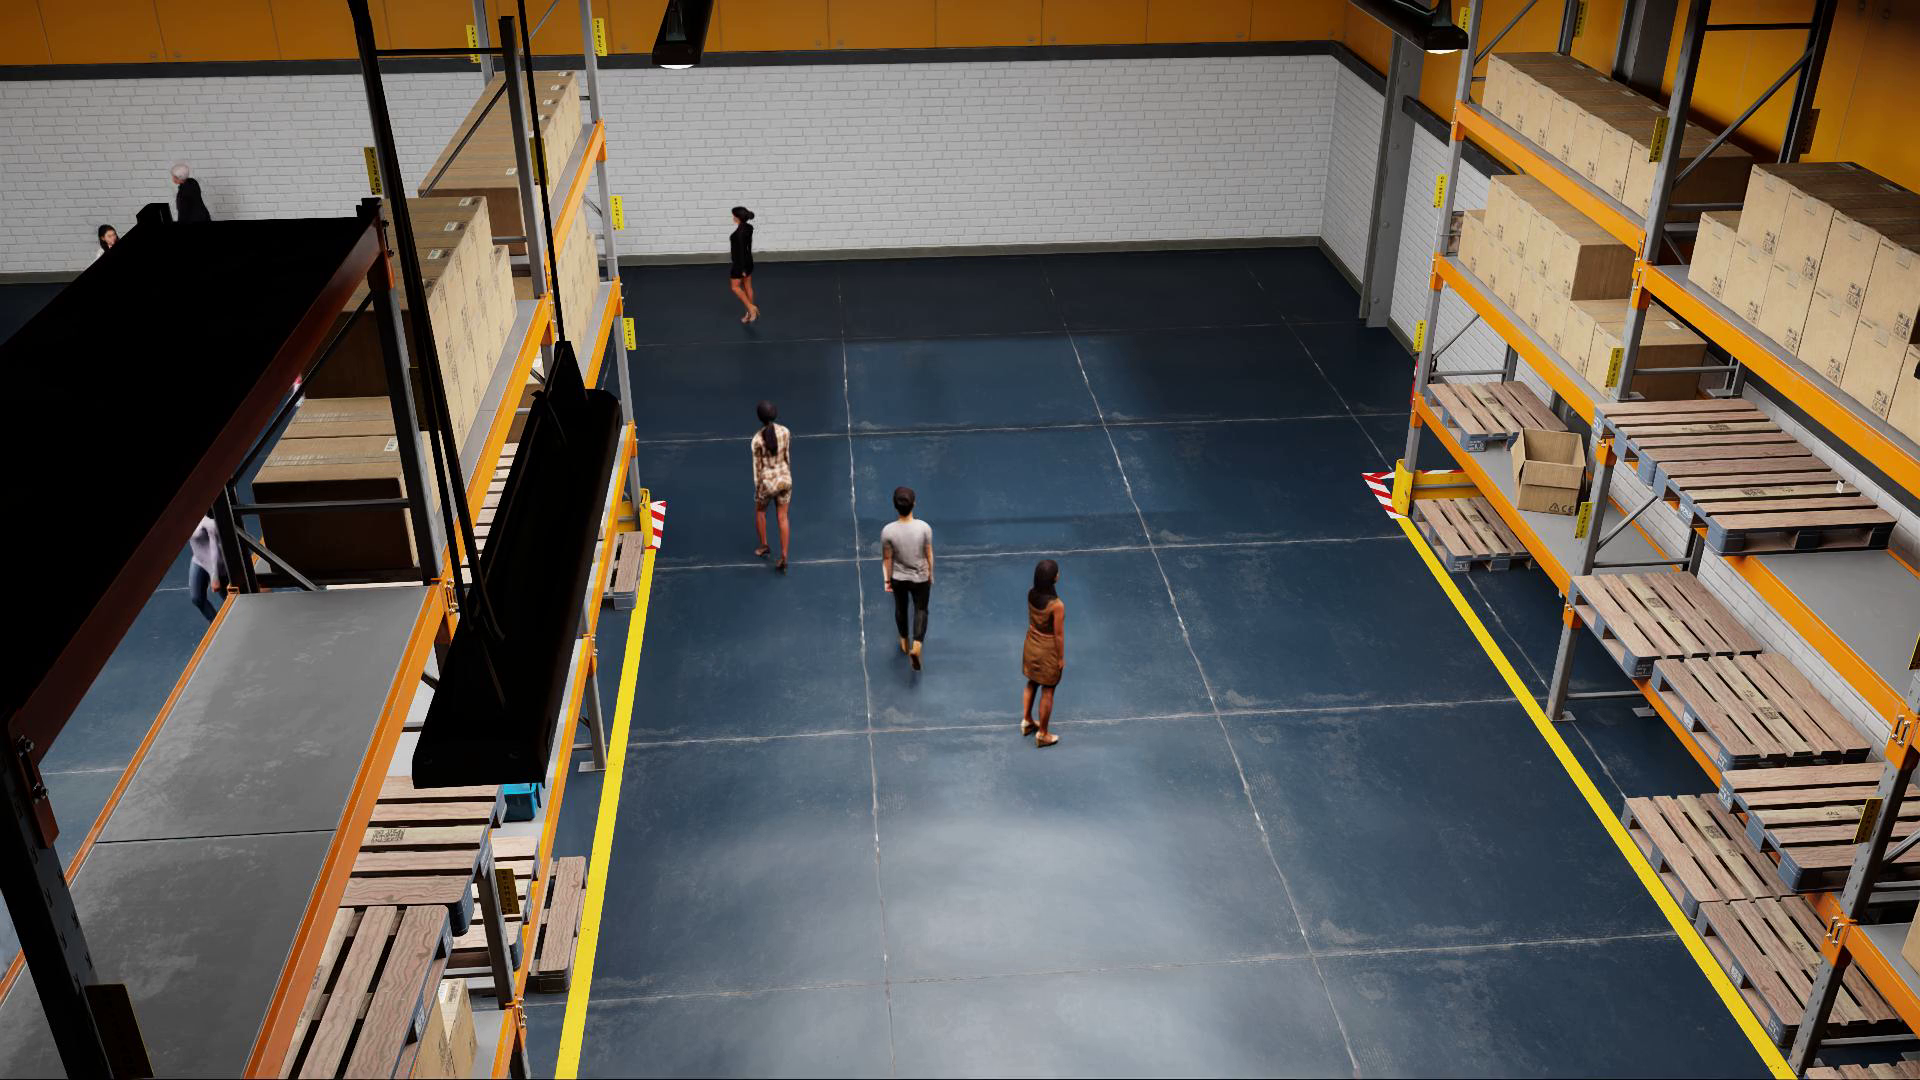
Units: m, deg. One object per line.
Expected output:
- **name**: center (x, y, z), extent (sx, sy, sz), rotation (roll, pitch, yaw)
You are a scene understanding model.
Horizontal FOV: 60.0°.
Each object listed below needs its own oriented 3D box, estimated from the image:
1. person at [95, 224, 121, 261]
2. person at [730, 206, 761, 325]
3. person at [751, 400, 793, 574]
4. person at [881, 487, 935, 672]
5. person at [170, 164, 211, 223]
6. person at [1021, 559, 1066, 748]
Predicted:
- **person**: center (-10.686, -3.165, 21.110), extent (0.983, 1.722, 1.075), rotation (12, 31, 20)
- **person**: center (-2.803, -3.610, 22.021), extent (0.759, 1.630, 0.701), rotation (12, 31, 20)
- **person**: center (-1.764, -0.483, 16.140), extent (0.767, 1.772, 0.876), rotation (-15, 32, -25)
- **person**: center (-0.450, 0.360, 14.671), extent (0.699, 1.699, 0.985), rotation (1, 29, 2)
- **person**: center (-10.193, -4.193, 22.096), extent (0.844, 1.753, 0.725), rotation (12, 31, 21)
- **person**: center (0.688, 0.919, 13.663), extent (0.701, 1.683, 0.602), rotation (-19, 34, -31)
